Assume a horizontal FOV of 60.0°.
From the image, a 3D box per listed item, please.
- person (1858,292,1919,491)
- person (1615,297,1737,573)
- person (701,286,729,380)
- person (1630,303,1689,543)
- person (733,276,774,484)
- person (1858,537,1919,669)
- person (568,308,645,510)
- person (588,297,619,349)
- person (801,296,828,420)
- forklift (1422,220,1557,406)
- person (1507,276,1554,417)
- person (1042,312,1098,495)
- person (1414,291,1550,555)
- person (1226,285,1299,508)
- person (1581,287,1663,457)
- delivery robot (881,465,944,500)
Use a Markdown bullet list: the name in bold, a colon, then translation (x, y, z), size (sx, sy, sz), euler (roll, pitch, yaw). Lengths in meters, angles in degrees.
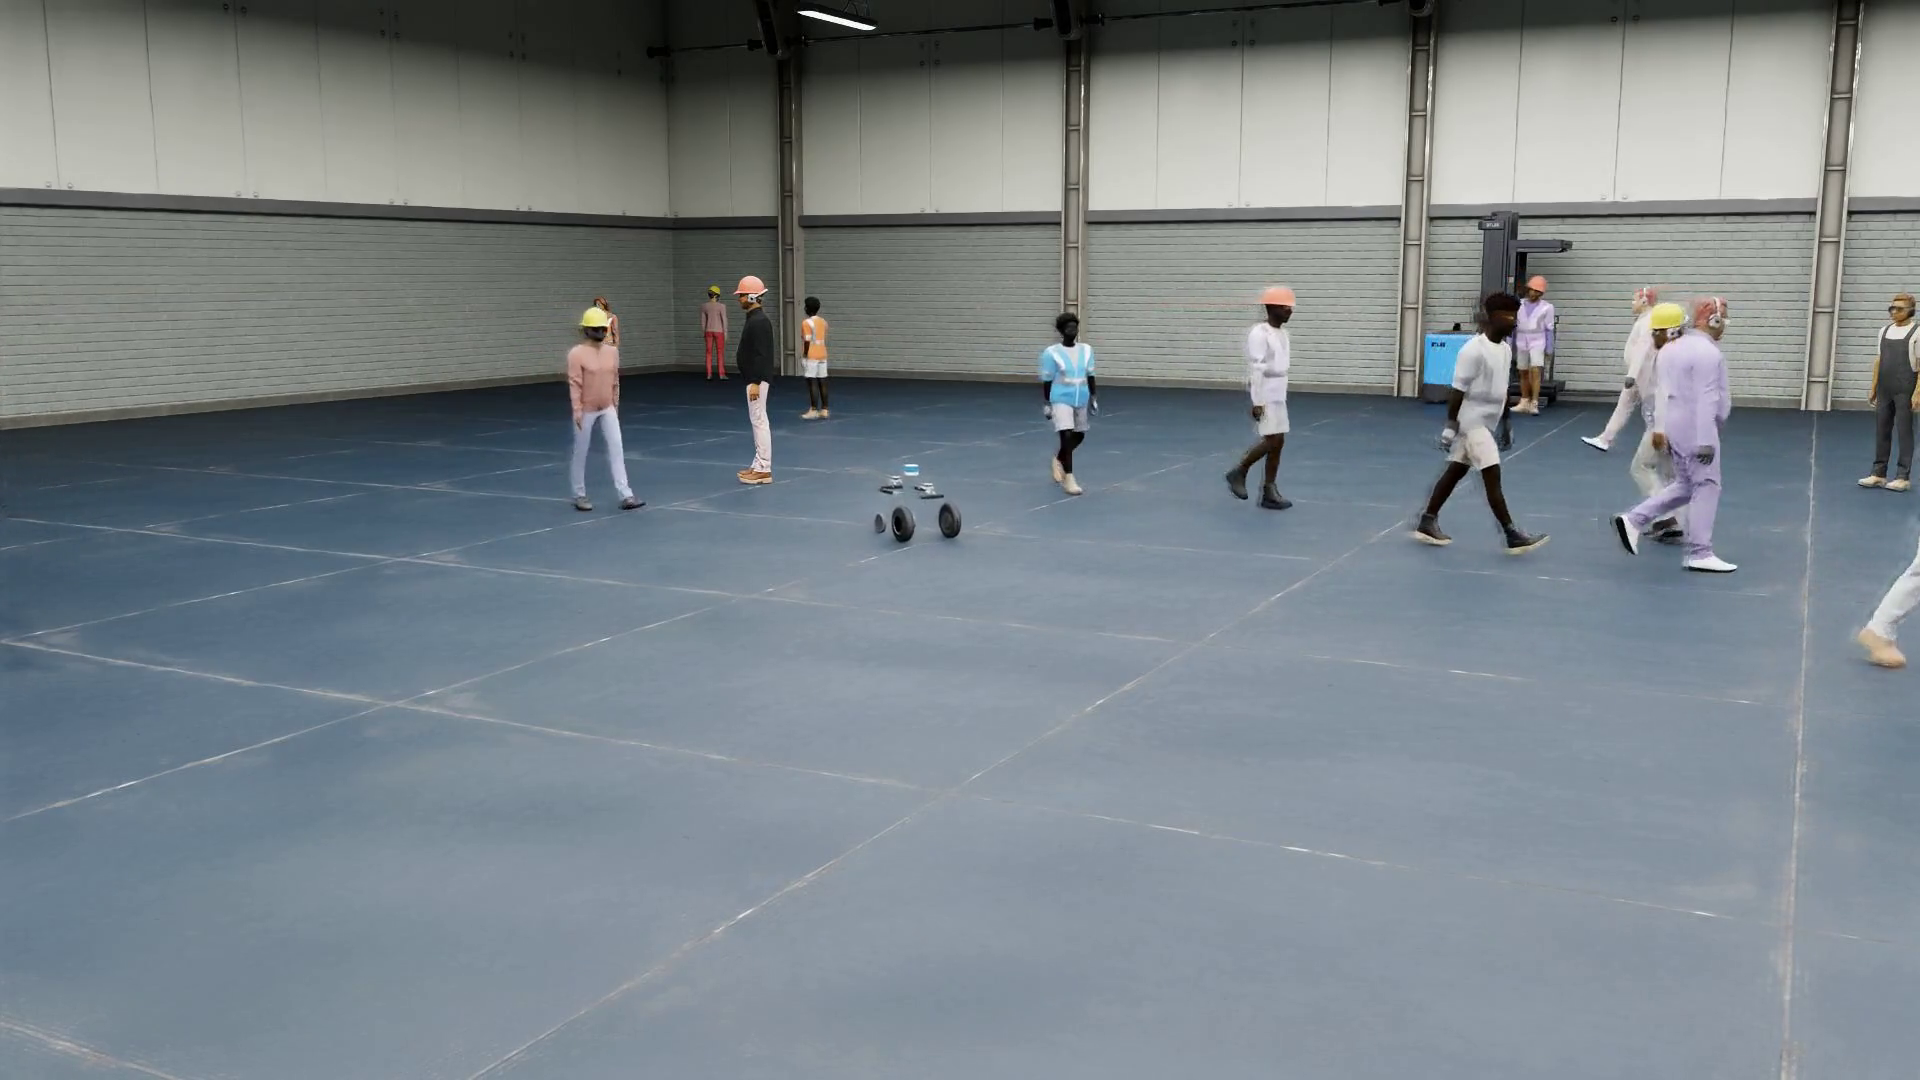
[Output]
- **person**: translation (8.788, -1.395, 15.624), size (0.335, 1.844, 0.513), euler (-4, 10, -23)
- **person**: translation (4.986, -0.732, 11.457), size (0.678, 1.879, 0.656), euler (2, 9, 10)
- **person**: translation (-4.592, -3.873, 31.176), size (0.523, 1.760, 0.327), euler (3, 10, 16)
- **person**: translation (5.337, -0.874, 12.531), size (0.635, 1.801, 0.433), euler (-9, 13, -43)
- **person**: translation (-1.998, -1.559, 16.173), size (0.381, 1.993, 0.622), euler (-1, 9, -9)
- **person**: translation (5.048, -0.189, 8.346), size (0.622, 1.805, 0.947), euler (-3, 10, -19)
- **person**: translation (-3.052, -1.093, 14.118), size (0.852, 1.726, 0.545), euler (9, 13, 43)
- **person**: translation (-5.593, -2.991, 26.109), size (0.523, 1.636, 0.310), euler (3, 10, 18)
- **person**: translation (-2.022, -2.517, 23.001), size (0.317, 1.695, 0.540), euler (5, 10, 28)
- **forklift**: translation (8.245, -3.527, 25.720), size (1.873, 2.768, 1.129), euler (5, 10, 27)
- **person**: translation (8.170, -2.777, 23.809), size (0.661, 1.984, 0.836), euler (8, 12, 39)
- **person**: translation (0.987, -1.298, 15.562), size (0.537, 1.675, 0.740), euler (-5, 10, -26)
- **person**: translation (3.827, -0.864, 12.183), size (1.062, 1.897, 0.618), euler (8, 12, 39)
- **person**: translation (2.652, -1.234, 14.386), size (0.514, 1.924, 0.572), euler (8, 12, 39)
- **person**: translation (7.458, -1.855, 18.408), size (0.975, 1.853, 0.676), euler (3, 10, 19)
- **delivery robot**: translation (-0.373, -0.471, 12.934), size (0.335, 0.223, 0.698), euler (-5, 11, -30)
